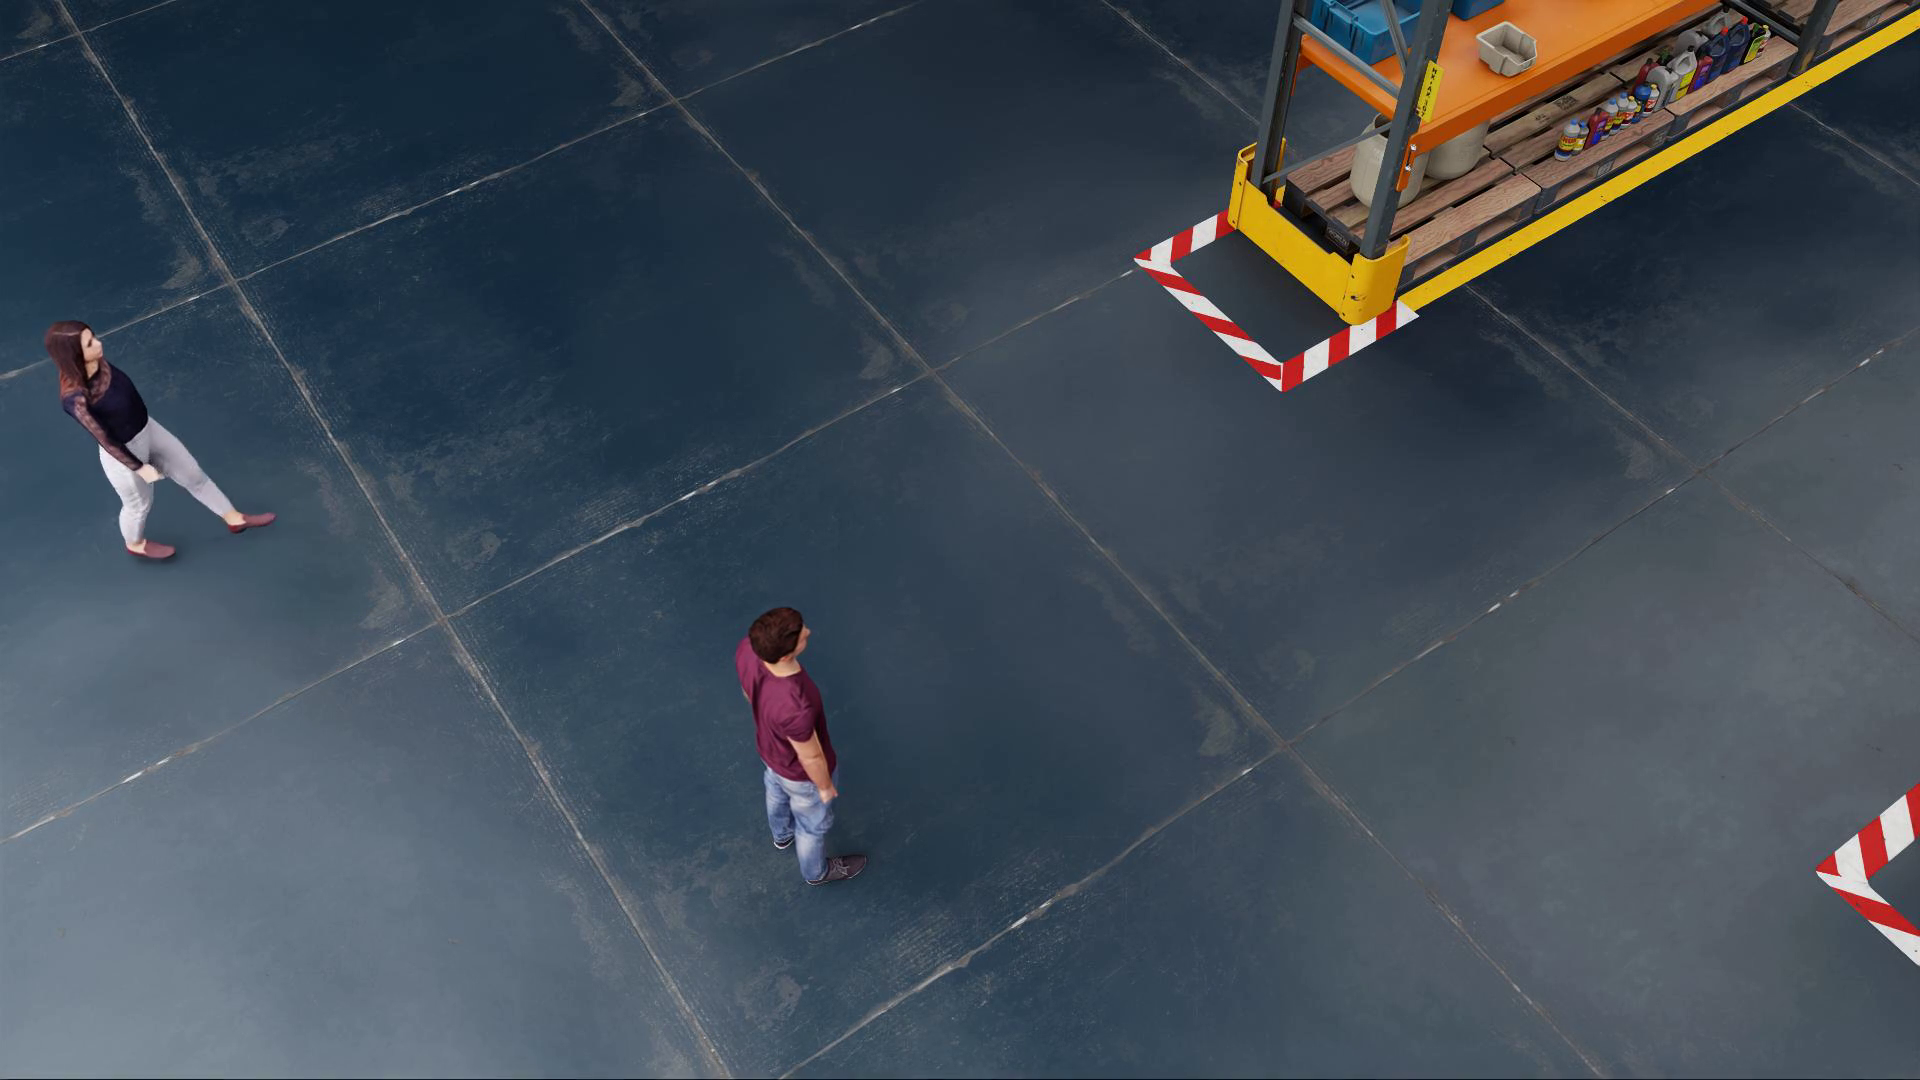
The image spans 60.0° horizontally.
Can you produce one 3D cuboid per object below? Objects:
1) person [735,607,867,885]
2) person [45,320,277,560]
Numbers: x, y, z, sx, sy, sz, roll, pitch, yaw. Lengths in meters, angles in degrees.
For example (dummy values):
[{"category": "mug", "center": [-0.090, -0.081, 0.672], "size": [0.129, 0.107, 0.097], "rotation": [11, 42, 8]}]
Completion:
[{"category": "person", "center": [-0.690, 0.856, 6.893], "size": [0.530, 1.853, 0.655], "rotation": [-30, 58, -21]}, {"category": "person", "center": [-4.053, -0.419, 8.055], "size": [1.058, 1.576, 0.889], "rotation": [-5, 52, -4]}]
